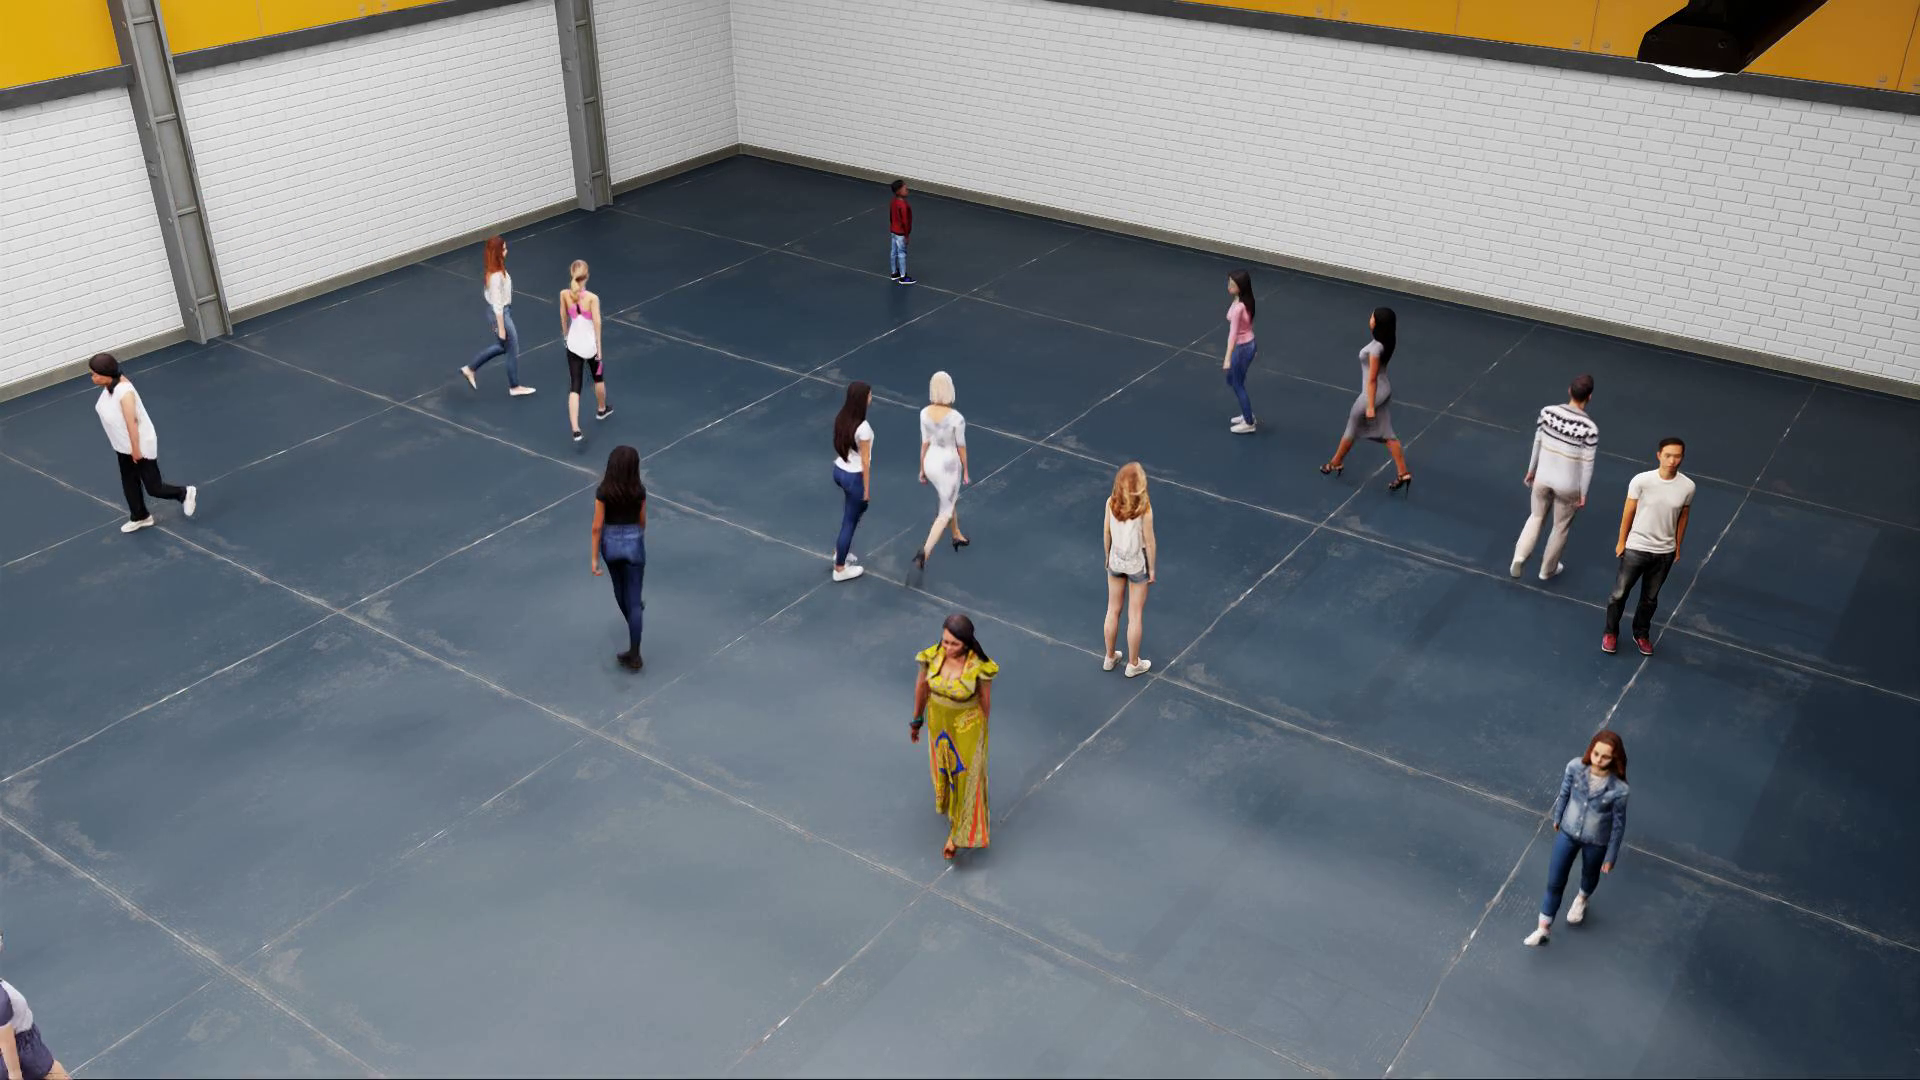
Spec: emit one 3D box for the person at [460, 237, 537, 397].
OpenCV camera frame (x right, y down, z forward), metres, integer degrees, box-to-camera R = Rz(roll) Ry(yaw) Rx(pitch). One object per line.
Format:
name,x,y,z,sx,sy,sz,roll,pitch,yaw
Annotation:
person,-4.791,-2.256,17.022,1.047,1.708,0.939,-6,29,-11

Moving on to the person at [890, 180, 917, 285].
person,-0.735,-3.762,20.259,0.594,1.253,0.577,-15,32,-26

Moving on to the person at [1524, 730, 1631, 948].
person,3.780,1.744,9.963,0.652,1.446,0.971,22,36,35

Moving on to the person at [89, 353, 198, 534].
person,-7.162,-0.864,14.508,0.979,1.671,0.817,-21,35,-33

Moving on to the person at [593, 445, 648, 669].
person,-2.548,0.169,12.608,1.063,1.679,1.096,-11,30,-19

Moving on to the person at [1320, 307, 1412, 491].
person,3.858,-1.228,15.112,0.704,1.734,1.046,21,35,33

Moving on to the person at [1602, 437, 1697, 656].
person,5.275,0.034,12.724,0.715,1.804,0.704,3,29,6

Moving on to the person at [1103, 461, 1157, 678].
person,1.252,0.218,12.433,0.556,1.760,0.505,18,34,30

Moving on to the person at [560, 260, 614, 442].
person,-3.691,-1.787,16.138,0.947,1.731,1.270,5,29,10

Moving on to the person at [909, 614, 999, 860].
person,-0.005,1.152,10.855,0.950,1.630,1.160,10,30,18

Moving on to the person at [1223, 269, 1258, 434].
person,2.802,-1.837,16.249,0.762,1.713,0.666,14,32,24

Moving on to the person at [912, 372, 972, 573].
person,-0.174,-0.521,13.840,0.561,1.710,1.080,19,34,31

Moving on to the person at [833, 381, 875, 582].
person,-0.943,-0.470,13.701,0.768,1.754,0.734,-16,33,-27

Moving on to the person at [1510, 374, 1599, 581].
person,4.847,-0.458,13.592,0.893,1.837,0.787,-25,37,-38
